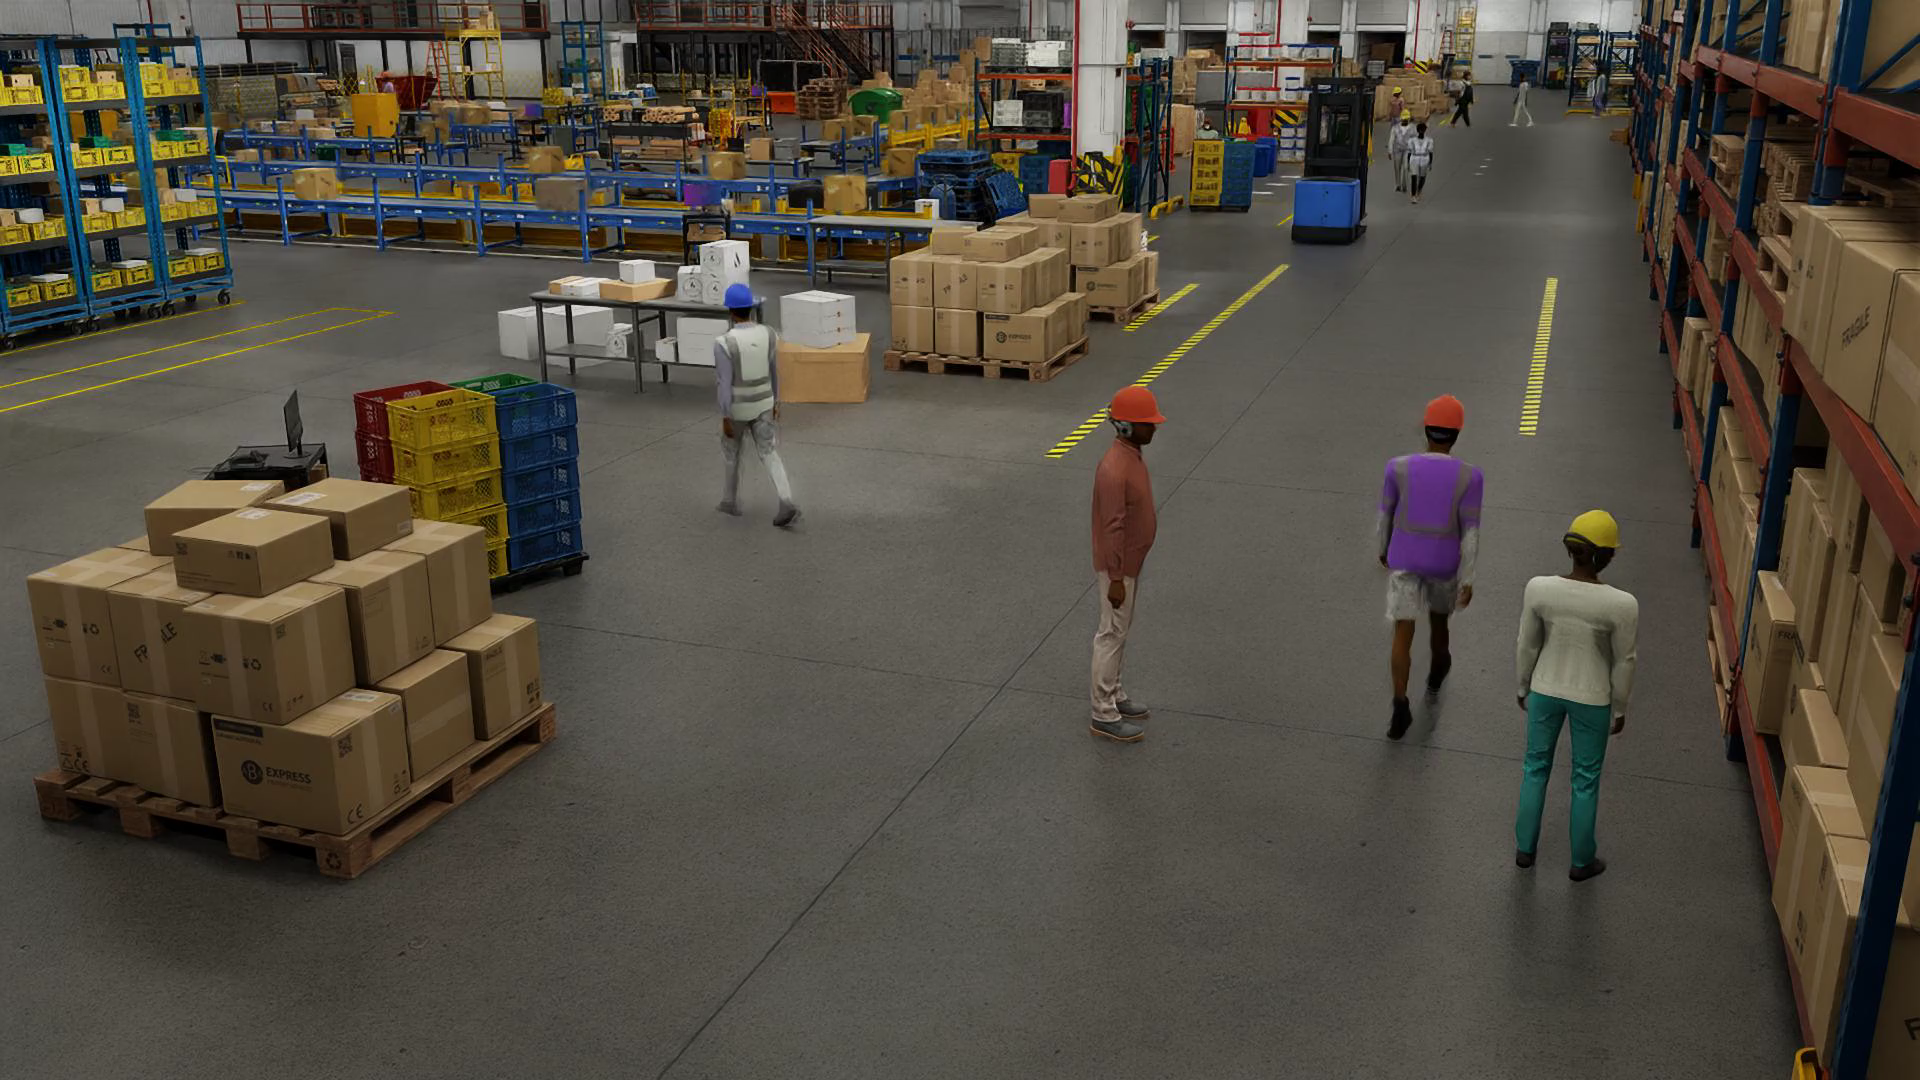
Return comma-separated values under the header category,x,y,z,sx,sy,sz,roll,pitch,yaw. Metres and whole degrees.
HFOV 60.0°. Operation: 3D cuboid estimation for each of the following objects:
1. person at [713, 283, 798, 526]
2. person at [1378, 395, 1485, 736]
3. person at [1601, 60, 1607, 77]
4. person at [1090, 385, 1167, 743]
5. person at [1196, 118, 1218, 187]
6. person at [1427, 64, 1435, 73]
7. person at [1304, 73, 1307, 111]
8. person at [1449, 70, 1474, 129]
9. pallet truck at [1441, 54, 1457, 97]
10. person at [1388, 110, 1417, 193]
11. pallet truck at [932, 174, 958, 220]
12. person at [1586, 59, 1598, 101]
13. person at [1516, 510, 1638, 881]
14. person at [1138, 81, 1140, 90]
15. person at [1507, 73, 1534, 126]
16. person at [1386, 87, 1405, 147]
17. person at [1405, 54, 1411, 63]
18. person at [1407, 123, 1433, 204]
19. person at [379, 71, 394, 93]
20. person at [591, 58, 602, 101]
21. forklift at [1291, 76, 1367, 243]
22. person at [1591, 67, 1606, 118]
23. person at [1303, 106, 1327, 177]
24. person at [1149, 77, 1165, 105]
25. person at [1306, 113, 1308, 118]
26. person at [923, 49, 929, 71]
category,x,y,z,sx,sy,sz,roll,pitch,yaw
person,-1.629,-1.058,13.065,0.612,1.919,0.948,-13,22,-36
person,2.660,0.095,9.481,0.560,1.869,1.037,6,19,18
person,30.818,-22.238,79.974,0.619,1.675,0.535,5,18,14
person,0.919,0.120,9.216,0.396,1.992,0.622,4,18,13
person,5.540,-8.670,37.422,0.497,1.633,0.287,3,18,9
person,19.434,-18.684,68.572,0.525,1.827,0.517,-13,22,-35
person,13.918,-18.395,67.695,1.001,1.830,0.531,-8,19,-23
person,17.423,-15.308,57.618,1.052,2.000,0.679,17,24,42
pallet truck,22.765,-21.886,78.355,0.823,1.965,1.885,-4,18,-14
person,9.873,-8.664,37.144,0.613,1.786,0.908,4,18,12
pallet truck,-0.507,-5.292,27.348,0.653,1.274,1.630,6,19,19
person,28.647,-20.806,75.224,0.430,1.841,0.624,-5,18,-15
person,2.838,0.719,7.717,0.526,1.760,0.337,13,22,35
person,9.192,-24.032,85.181,0.404,1.945,0.616,3,18,9
person,19.818,-15.466,58.467,0.936,1.833,0.520,1,18,3
person,12.962,-12.563,49.451,0.327,1.760,0.523,-9,20,-26
person,23.346,-24.465,86.871,0.298,1.745,0.484,15,23,40
person,9.713,-7.987,35.197,0.539,1.676,0.643,3,18,8
person,-18.907,-14.393,54.776,0.681,2.017,0.633,-12,21,-33
person,-16.381,-20.772,75.067,0.607,1.868,0.423,15,23,39
forklift,6.598,-6.755,29.381,1.129,2.768,1.873,6,19,19
person,24.194,-16.940,62.965,0.449,1.900,0.629,4,18,11
person,8.329,-9.057,38.253,0.911,1.869,0.679,11,21,30
person,6.977,-15.673,58.928,0.626,1.944,1.033,-13,22,-34
person,11.527,-13.954,53.960,0.534,1.674,0.769,-14,22,-37
person,-2.034,-27.298,95.639,0.491,1.823,0.643,-6,18,-17
